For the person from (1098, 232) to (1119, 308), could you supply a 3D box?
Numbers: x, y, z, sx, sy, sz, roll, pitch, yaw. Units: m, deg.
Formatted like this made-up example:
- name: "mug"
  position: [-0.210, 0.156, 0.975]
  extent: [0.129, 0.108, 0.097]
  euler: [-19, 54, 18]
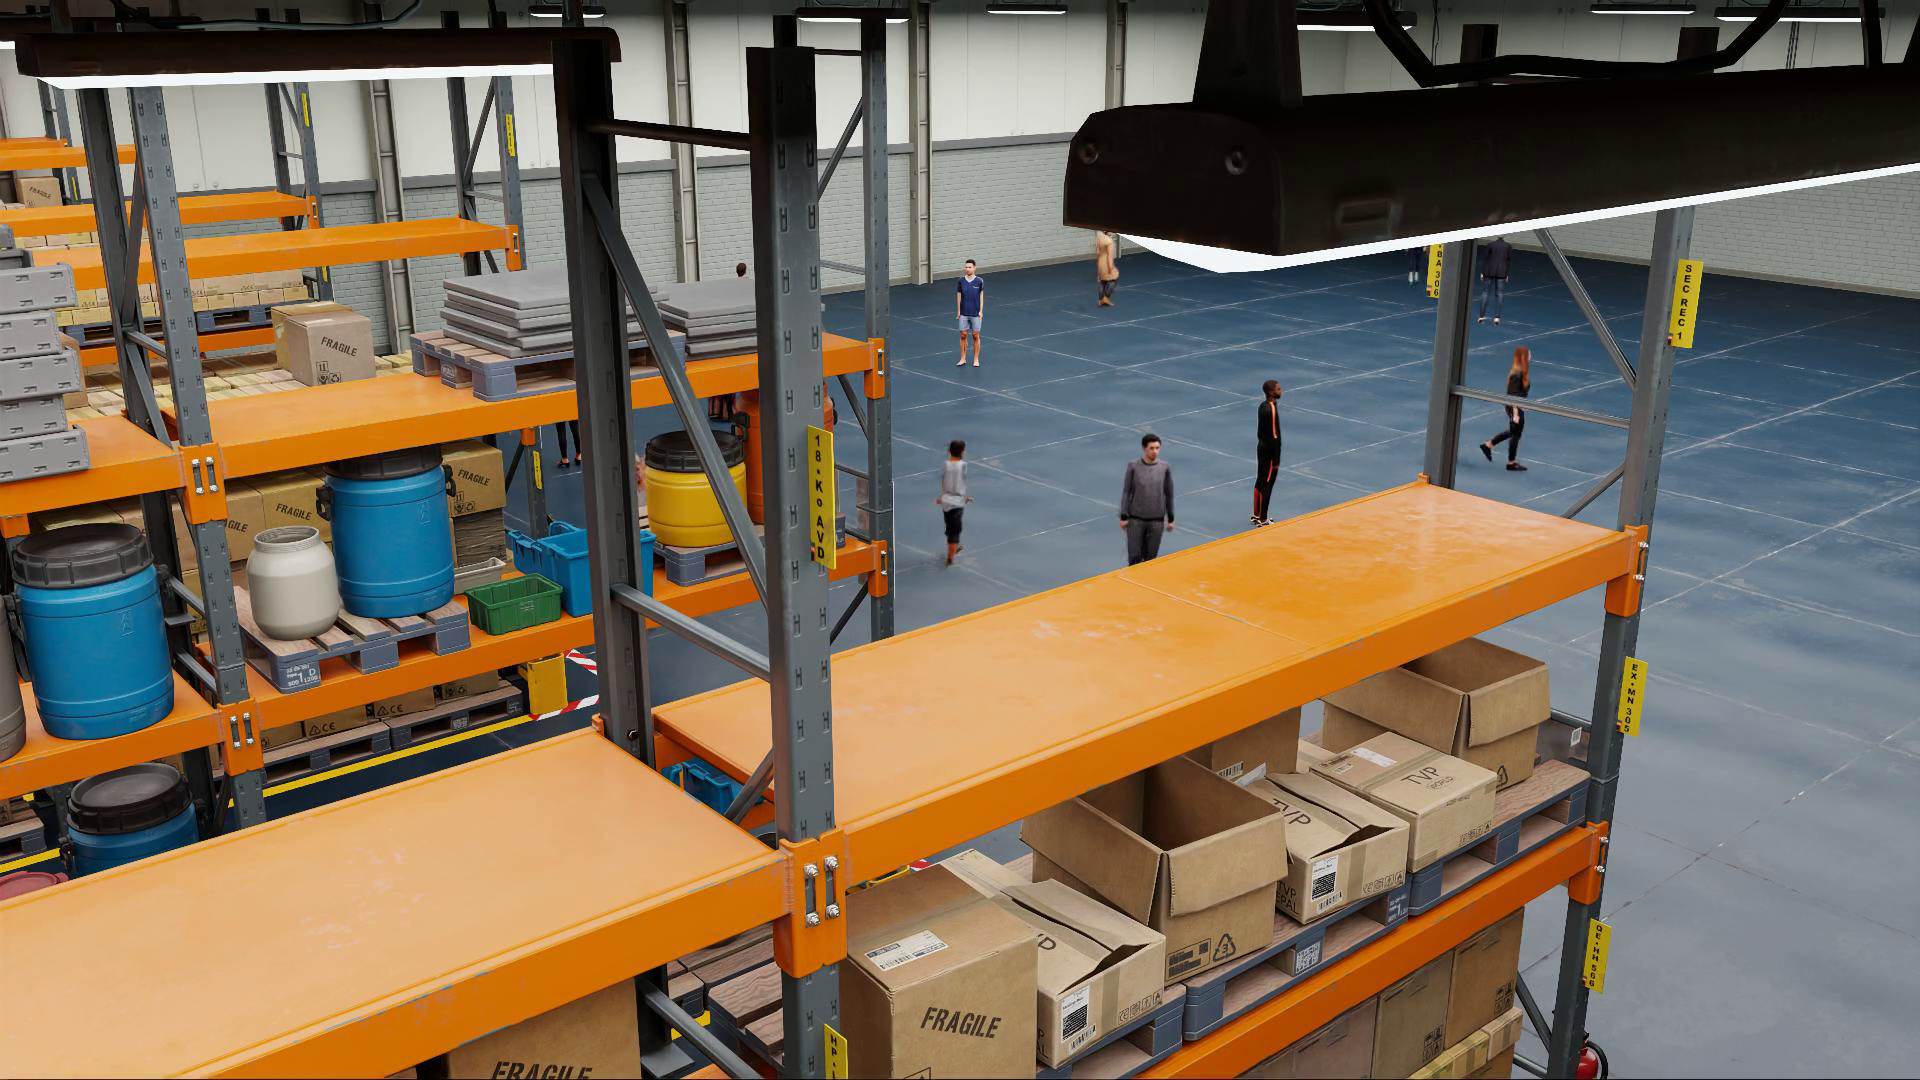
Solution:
- name: "person"
  position: [2.950, -5.660, 34.287]
  extent: [0.695, 1.715, 0.685]
  euler: [-11, 21, -31]

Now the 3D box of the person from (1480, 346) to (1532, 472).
- name: "person"
  position: [7.363, -1.762, 22.345]
  extent: [0.906, 1.697, 0.930]
  euler: [7, 19, 21]

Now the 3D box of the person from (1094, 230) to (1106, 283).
- name: "person"
  position: [3.192, -6.714, 37.338]
  extent: [0.559, 1.828, 0.591]
  euler: [-10, 21, -29]

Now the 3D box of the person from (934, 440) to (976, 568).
- name: "person"
  position: [-0.092, -0.448, 18.736]
  extent: [0.864, 1.432, 0.983]
  euler: [3, 18, 9]

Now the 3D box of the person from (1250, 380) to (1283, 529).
- name: "person"
  position: [3.690, -1.037, 19.939]
  extent: [0.723, 1.808, 0.713]
  euler: [-2, 18, -6]

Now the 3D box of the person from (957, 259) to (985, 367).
- name: "person"
  position: [0.179, -3.949, 28.817]
  extent: [0.707, 1.847, 0.743]
  euler: [4, 18, 12]

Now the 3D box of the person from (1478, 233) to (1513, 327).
- name: "person"
  position: [9.449, -4.714, 29.503]
  extent: [0.825, 1.780, 0.772]
  euler: [5, 19, 14]

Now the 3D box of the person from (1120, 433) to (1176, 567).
- name: "person"
  position: [1.938, -0.247, 17.461]
  extent: [0.791, 1.841, 0.887]
  euler: [-1, 18, -3]
